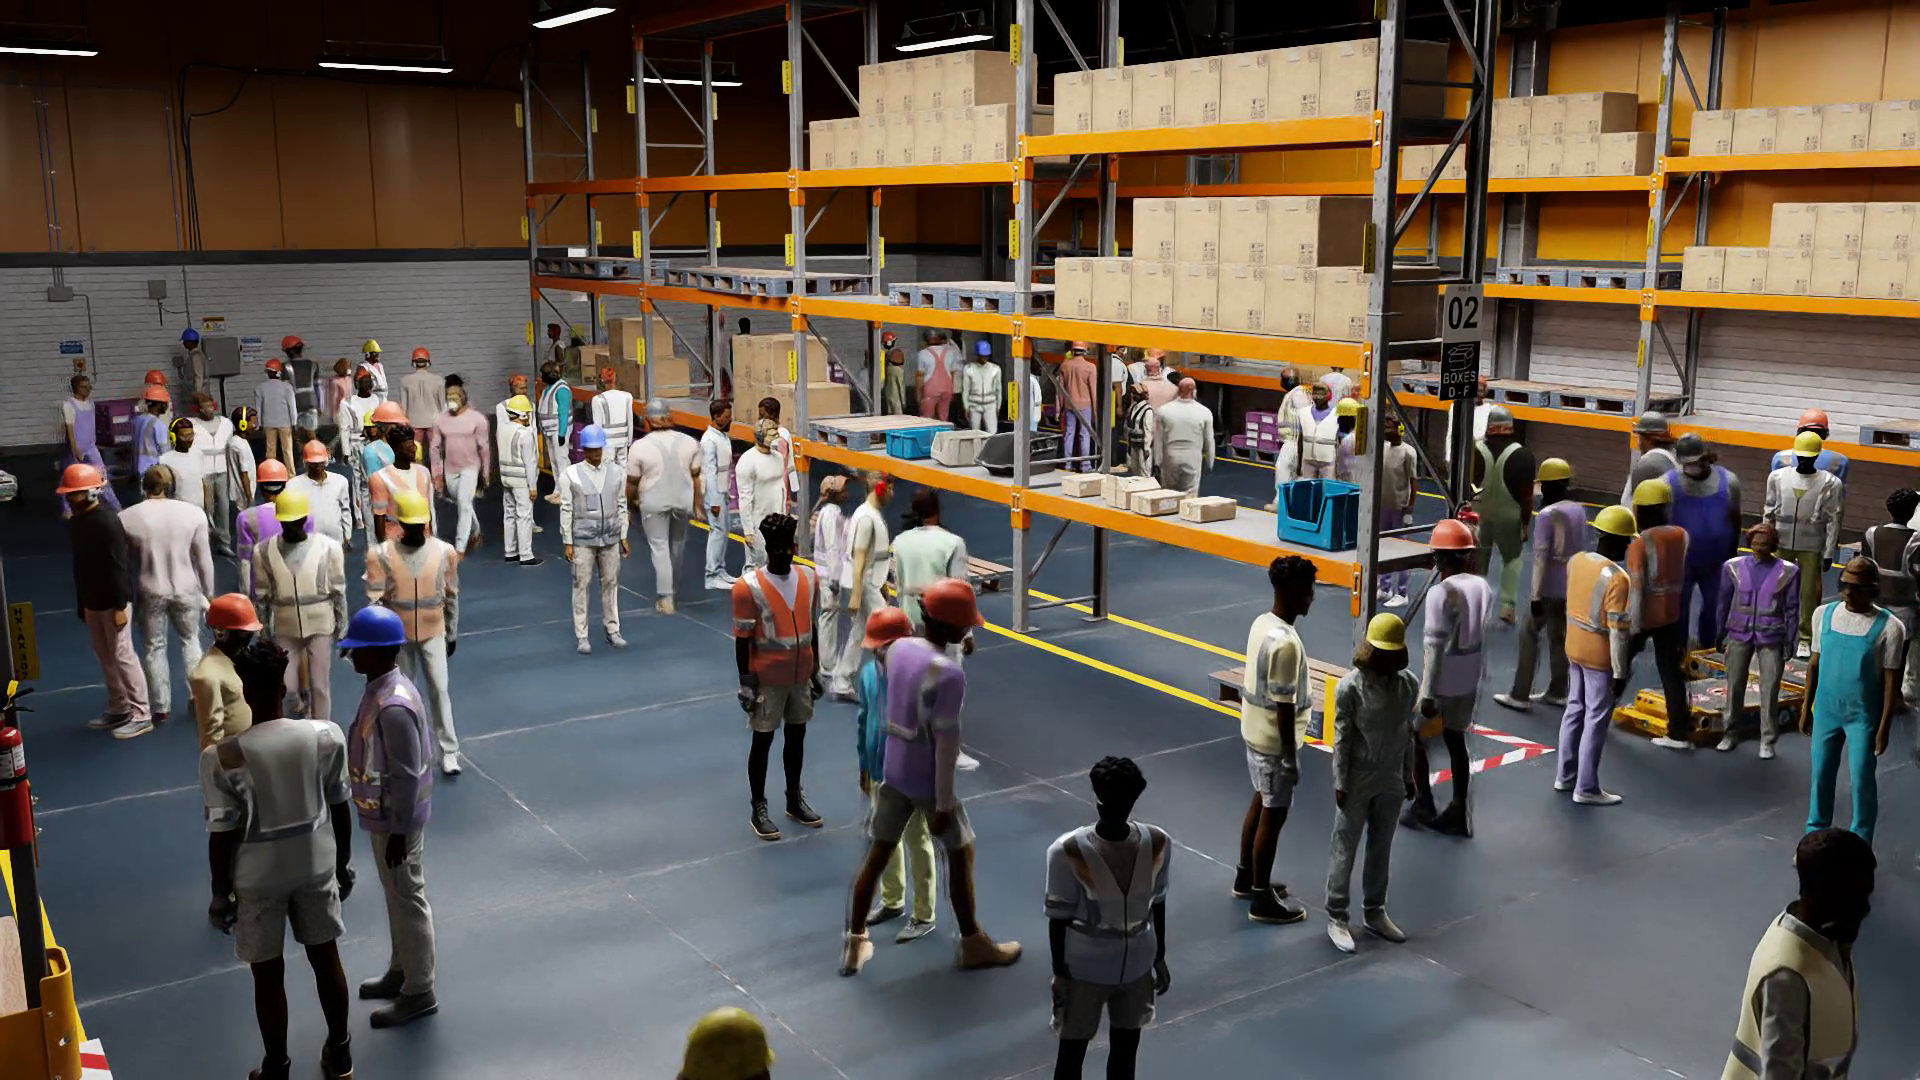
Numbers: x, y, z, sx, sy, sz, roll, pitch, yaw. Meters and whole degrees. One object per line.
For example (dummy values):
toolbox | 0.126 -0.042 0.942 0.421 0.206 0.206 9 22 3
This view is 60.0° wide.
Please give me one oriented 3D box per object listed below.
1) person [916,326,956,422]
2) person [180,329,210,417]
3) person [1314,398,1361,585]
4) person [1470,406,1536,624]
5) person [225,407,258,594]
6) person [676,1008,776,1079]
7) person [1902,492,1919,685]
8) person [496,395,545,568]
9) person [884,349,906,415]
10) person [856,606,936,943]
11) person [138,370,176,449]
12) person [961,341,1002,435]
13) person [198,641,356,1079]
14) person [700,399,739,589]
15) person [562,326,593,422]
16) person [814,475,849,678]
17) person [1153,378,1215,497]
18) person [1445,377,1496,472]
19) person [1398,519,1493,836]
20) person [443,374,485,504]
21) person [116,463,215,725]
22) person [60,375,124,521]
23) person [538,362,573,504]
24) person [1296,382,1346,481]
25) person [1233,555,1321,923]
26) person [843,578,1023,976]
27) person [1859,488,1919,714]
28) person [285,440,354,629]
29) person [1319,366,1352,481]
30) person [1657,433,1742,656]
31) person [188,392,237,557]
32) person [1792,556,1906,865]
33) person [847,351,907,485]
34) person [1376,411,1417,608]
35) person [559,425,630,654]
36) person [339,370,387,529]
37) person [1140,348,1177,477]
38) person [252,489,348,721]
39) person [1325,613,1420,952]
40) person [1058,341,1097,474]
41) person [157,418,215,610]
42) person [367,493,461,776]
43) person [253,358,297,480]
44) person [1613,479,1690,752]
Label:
person | -0.368 -2.314 25.696 0.692 2.000 0.678 -5 12 -24
person | -11.909 -2.318 25.955 0.388 1.947 0.610 -5 12 -26
person | 3.845 -0.466 16.598 0.775 1.896 0.605 8 14 36
person | 4.825 -0.226 15.010 0.688 2.000 0.540 5 12 25
person | -6.996 -0.389 16.331 0.351 1.856 0.518 -8 13 -34
person | -0.593 2.027 4.268 0.491 1.734 0.325 7 13 30
person | 7.566 0.265 12.923 0.588 1.878 0.371 4 12 18
person | -4.654 -0.621 17.605 0.590 1.823 0.404 10 15 42
person | -1.004 -2.171 26.005 0.269 1.632 0.504 -8 13 -34
person | -0.338 1.186 8.563 0.573 1.738 0.351 10 15 42
person | -10.214 -1.301 21.245 0.330 1.751 0.565 1 11 3
person | 0.322 -1.878 23.802 0.599 1.911 0.914 -1 11 -4
person | -2.838 1.384 6.963 0.612 1.962 0.363 -10 15 -42
person | -2.422 -0.455 16.537 0.391 1.905 0.599 1 11 3
person | -6.308 -2.563 27.340 0.604 1.882 0.940 3 11 14
person | -1.025 0.286 13.420 0.310 1.638 0.522 -1 11 -4
person | 2.555 -0.901 18.870 0.685 1.878 0.773 3 11 13
person | 5.862 -0.918 18.979 0.603 1.870 0.495 2 11 10
person | 2.877 0.816 9.993 0.567 1.912 0.586 -8 14 -35
person | -6.461 -1.315 21.539 0.572 1.671 0.545 -4 12 -21
person | -5.811 0.394 12.135 0.676 1.922 0.462 -6 13 -28
person | -10.568 -1.093 20.102 0.978 1.793 0.515 4 12 19
person | -5.233 -1.395 21.539 0.429 1.833 0.628 -7 13 -33
person | 4.082 -0.872 18.813 0.564 1.846 0.393 7 13 33
person | 1.682 1.035 8.784 0.391 1.955 0.609 0 11 -2
person | -0.195 1.161 8.120 0.834 1.989 0.635 -9 14 -37
person | 6.976 0.449 12.452 0.320 1.694 0.533 -7 13 -31
person | -5.632 -0.016 14.671 0.573 1.748 0.342 -8 14 -35
person | 5.131 -1.635 22.723 0.508 1.846 0.345 10 15 41
person | 5.942 0.067 13.509 0.733 2.000 0.723 2 11 12
person | -8.137 -0.711 18.060 0.477 1.823 0.591 9 14 39
person | 4.976 0.987 9.324 0.344 1.839 0.503 -8 13 -34
person | -1.194 -1.686 22.890 0.997 1.879 0.618 8 14 37
person | 4.113 -0.293 15.789 0.325 1.871 0.516 -5 12 -22
person | -3.103 -0.015 14.168 0.605 1.948 0.389 -8 13 -34
person | -7.039 -1.074 19.749 0.584 1.884 0.347 -7 13 -34
person | 2.799 -1.793 23.348 0.581 1.913 0.496 4 12 21
person | -4.410 0.590 11.174 0.591 1.910 0.437 -2 11 -11
person | 2.110 1.211 8.426 0.487 1.741 0.314 -4 12 -21
person | 1.699 -1.915 23.761 0.622 1.996 0.371 7 13 31
person | -7.146 -0.210 15.402 0.313 1.861 0.509 5 12 22
person | -3.588 0.635 11.010 0.597 1.888 0.848 -4 12 -22
person | -9.377 -1.615 22.850 0.564 1.752 0.340 0 11 0
person | 4.810 0.503 11.705 0.601 1.872 0.967 -5 12 -25
